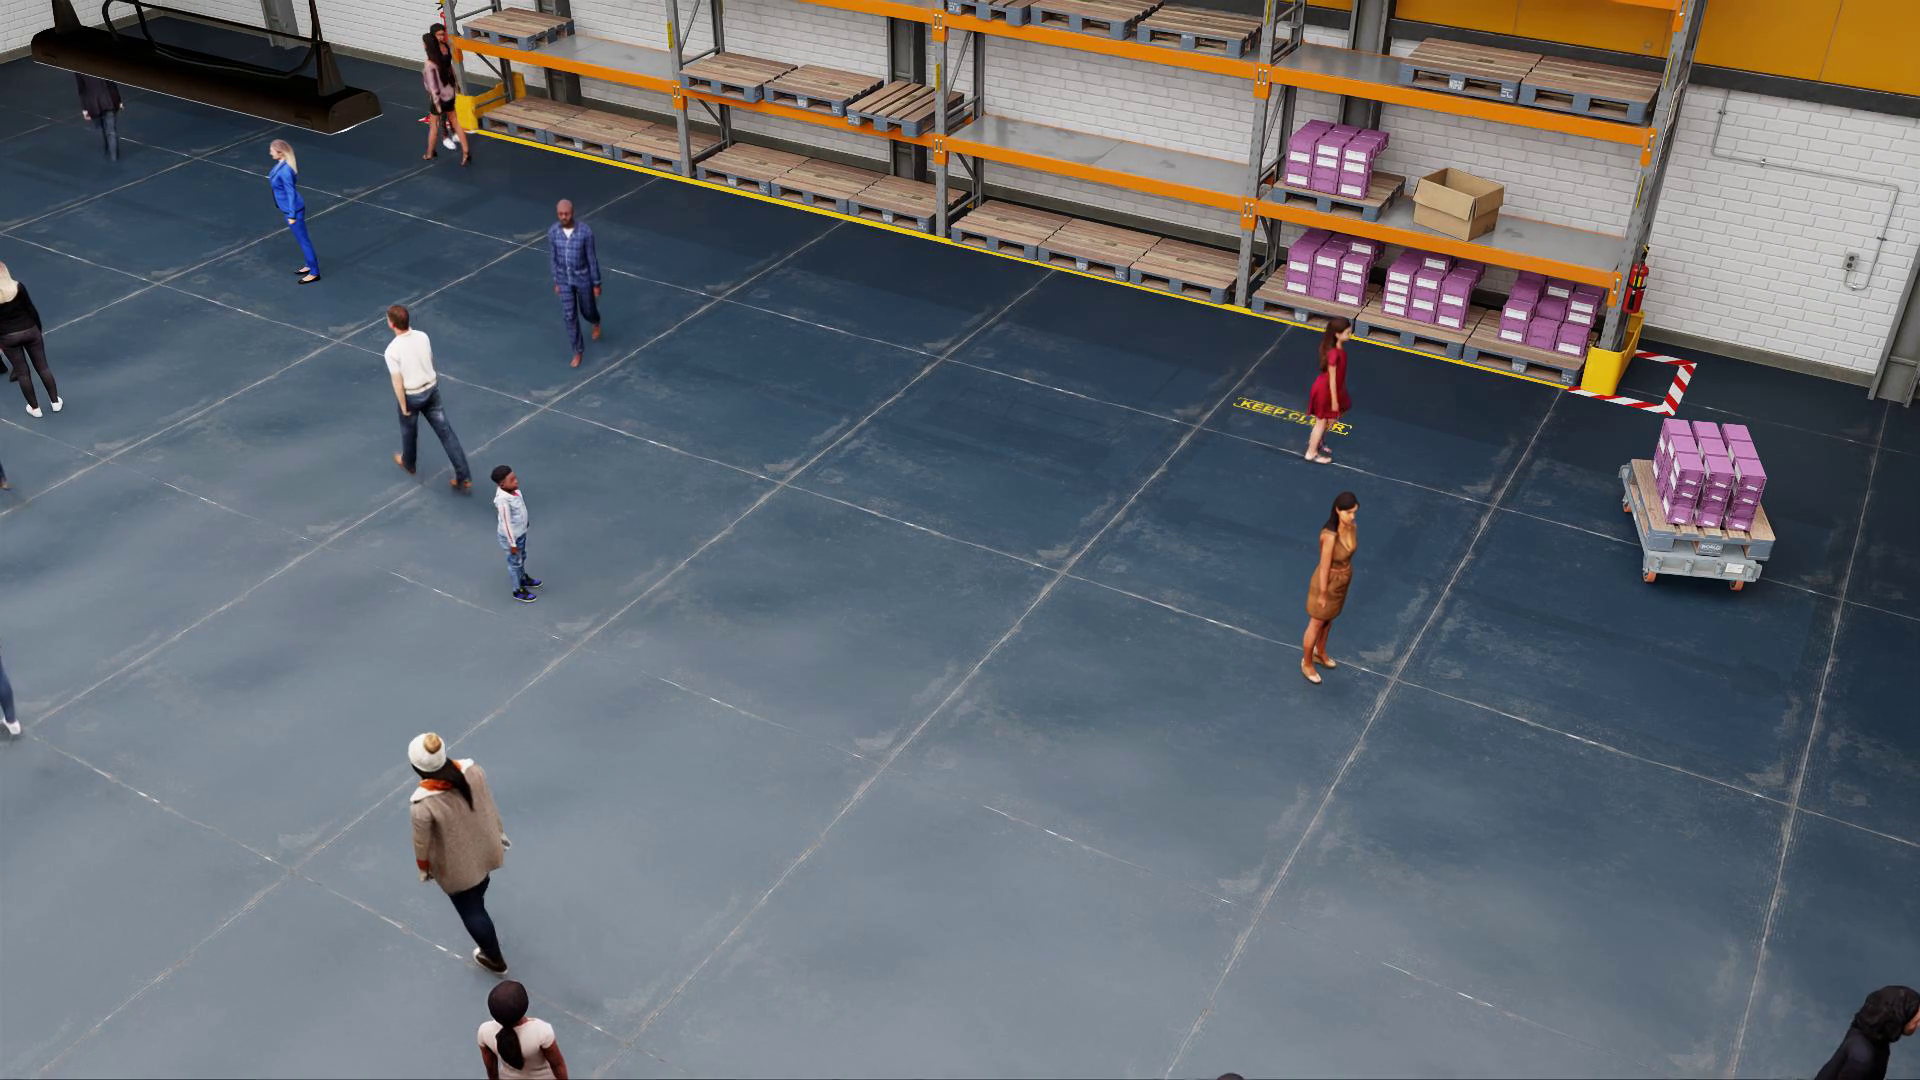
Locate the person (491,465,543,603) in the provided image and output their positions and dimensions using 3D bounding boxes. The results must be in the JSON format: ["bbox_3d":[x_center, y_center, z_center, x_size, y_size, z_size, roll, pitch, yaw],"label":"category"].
[{"bbox_3d":[-3.786,-0.083,14.083,0.593,1.261,0.556,2,34,3],"label":"person"}]

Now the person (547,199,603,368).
[{"bbox_3d":[-4.076,-2.802,17.692,1.123,1.793,1.075,-1,34,-1],"label":"person"}]

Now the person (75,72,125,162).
[{"bbox_3d":[-11.823,-5.879,22.836,1.199,1.755,1.169,-8,35,-12],"label":"person"}]

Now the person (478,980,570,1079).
[{"bbox_3d":[-2.325,2.999,9.010,0.605,1.742,0.718,0,34,1],"label":"person"}]

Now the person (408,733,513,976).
[{"bbox_3d":[-3.063,1.982,10.431,1.073,1.864,0.801,24,41,32],"label":"person"}]

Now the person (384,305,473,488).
[{"bbox_3d":[-4.925,-1.286,15.397,1.302,1.810,0.815,25,41,32],"label":"person"}]

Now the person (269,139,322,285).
[{"bbox_3d":[-7.733,-3.840,19.338,0.765,1.700,0.674,-14,36,-20],"label":"person"}]

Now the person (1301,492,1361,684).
[{"bbox_3d":[2.908,0.348,13.049,0.563,1.686,0.591,26,42,33],"label":"person"}]

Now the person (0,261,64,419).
[{"bbox_3d":[-9.393,-2.022,16.615,0.678,1.687,0.663,-22,40,-30],"label":"person"}]

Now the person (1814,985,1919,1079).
[{"bbox_3d":[4.624,3.001,8.951,1.023,1.804,0.660,19,38,26],"label":"person"}]

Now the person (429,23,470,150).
[{"bbox_3d":[-7.154,-6.323,23.072,0.536,1.702,0.577,16,37,22],"label":"person"}]

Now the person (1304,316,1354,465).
[{"bbox_3d":[3.443,-1.440,15.871,0.704,1.541,0.643,8,34,12],"label":"person"}]

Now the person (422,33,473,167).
[{"bbox_3d":[-6.844,-5.870,22.321,1.014,1.778,0.738,10,35,15],"label":"person"}]
